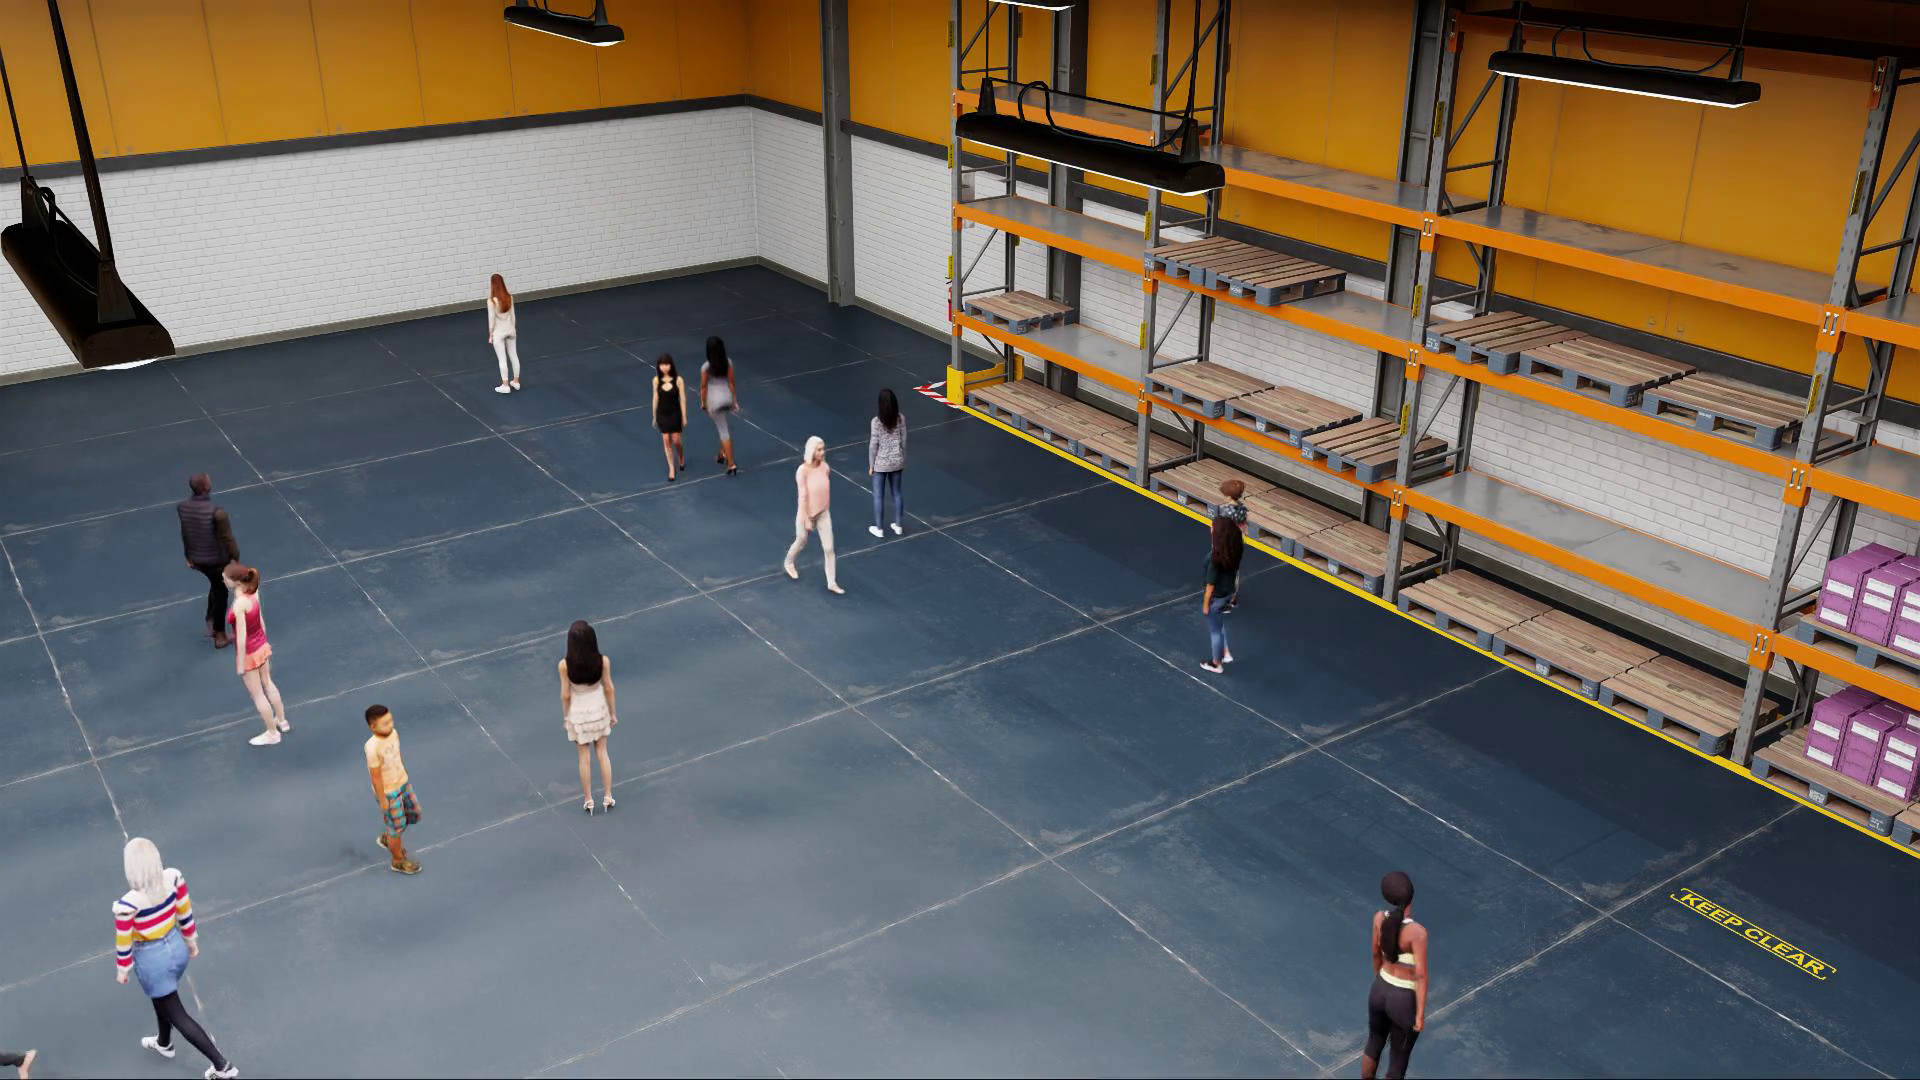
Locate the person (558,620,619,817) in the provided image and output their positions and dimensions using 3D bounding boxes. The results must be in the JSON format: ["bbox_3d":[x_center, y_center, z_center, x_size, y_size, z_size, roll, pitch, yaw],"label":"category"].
[{"bbox_3d":[-3.027,1.450,13.546,0.650,1.735,0.628,-7,24,-15],"label":"person"}]

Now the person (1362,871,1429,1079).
[{"bbox_3d":[2.697,2.901,10.241,0.801,1.724,0.435,-10,25,-21],"label":"person"}]

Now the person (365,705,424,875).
[{"bbox_3d":[-4.450,1.911,12.847,0.757,1.451,0.696,5,24,10],"label":"person"}]

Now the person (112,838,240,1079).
[{"bbox_3d":[-5.026,2.720,10.598,1.218,1.769,1.033,10,25,21],"label":"person"}]

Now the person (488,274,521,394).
[{"bbox_3d":[-6.475,-2.941,23.619,0.622,1.713,0.649,20,30,38],"label":"person"}]

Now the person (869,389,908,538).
[{"bbox_3d":[-0.816,-0.877,18.874,0.643,1.731,0.574,-12,26,-26],"label":"person"}]

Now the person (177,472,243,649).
[{"bbox_3d":[-7.359,0.235,16.215,0.805,1.824,0.891,8,25,17],"label":"person"}]

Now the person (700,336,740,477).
[{"bbox_3d":[-2.911,-1.621,20.541,0.639,1.760,0.823,-20,30,-38],"label":"person"}]

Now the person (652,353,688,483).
[{"bbox_3d":[-3.564,-1.537,20.502,0.721,1.637,0.782,1,24,3],"label":"person"}]

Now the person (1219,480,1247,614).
[{"bbox_3d":[2.796,0.046,17.131,0.632,1.436,0.547,-15,28,-30],"label":"person"}]

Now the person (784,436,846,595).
[{"bbox_3d":[-1.610,-0.284,17.572,0.694,1.688,1.145,-20,31,-38],"label":"person"}]

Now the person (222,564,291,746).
[{"bbox_3d":[-6.203,0.976,14.618,0.826,1.745,0.708,4,24,10],"label":"person"}]

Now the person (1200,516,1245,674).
[{"bbox_3d":[2.525,0.545,15.769,0.682,1.613,0.668,19,30,36],"label":"person"}]
